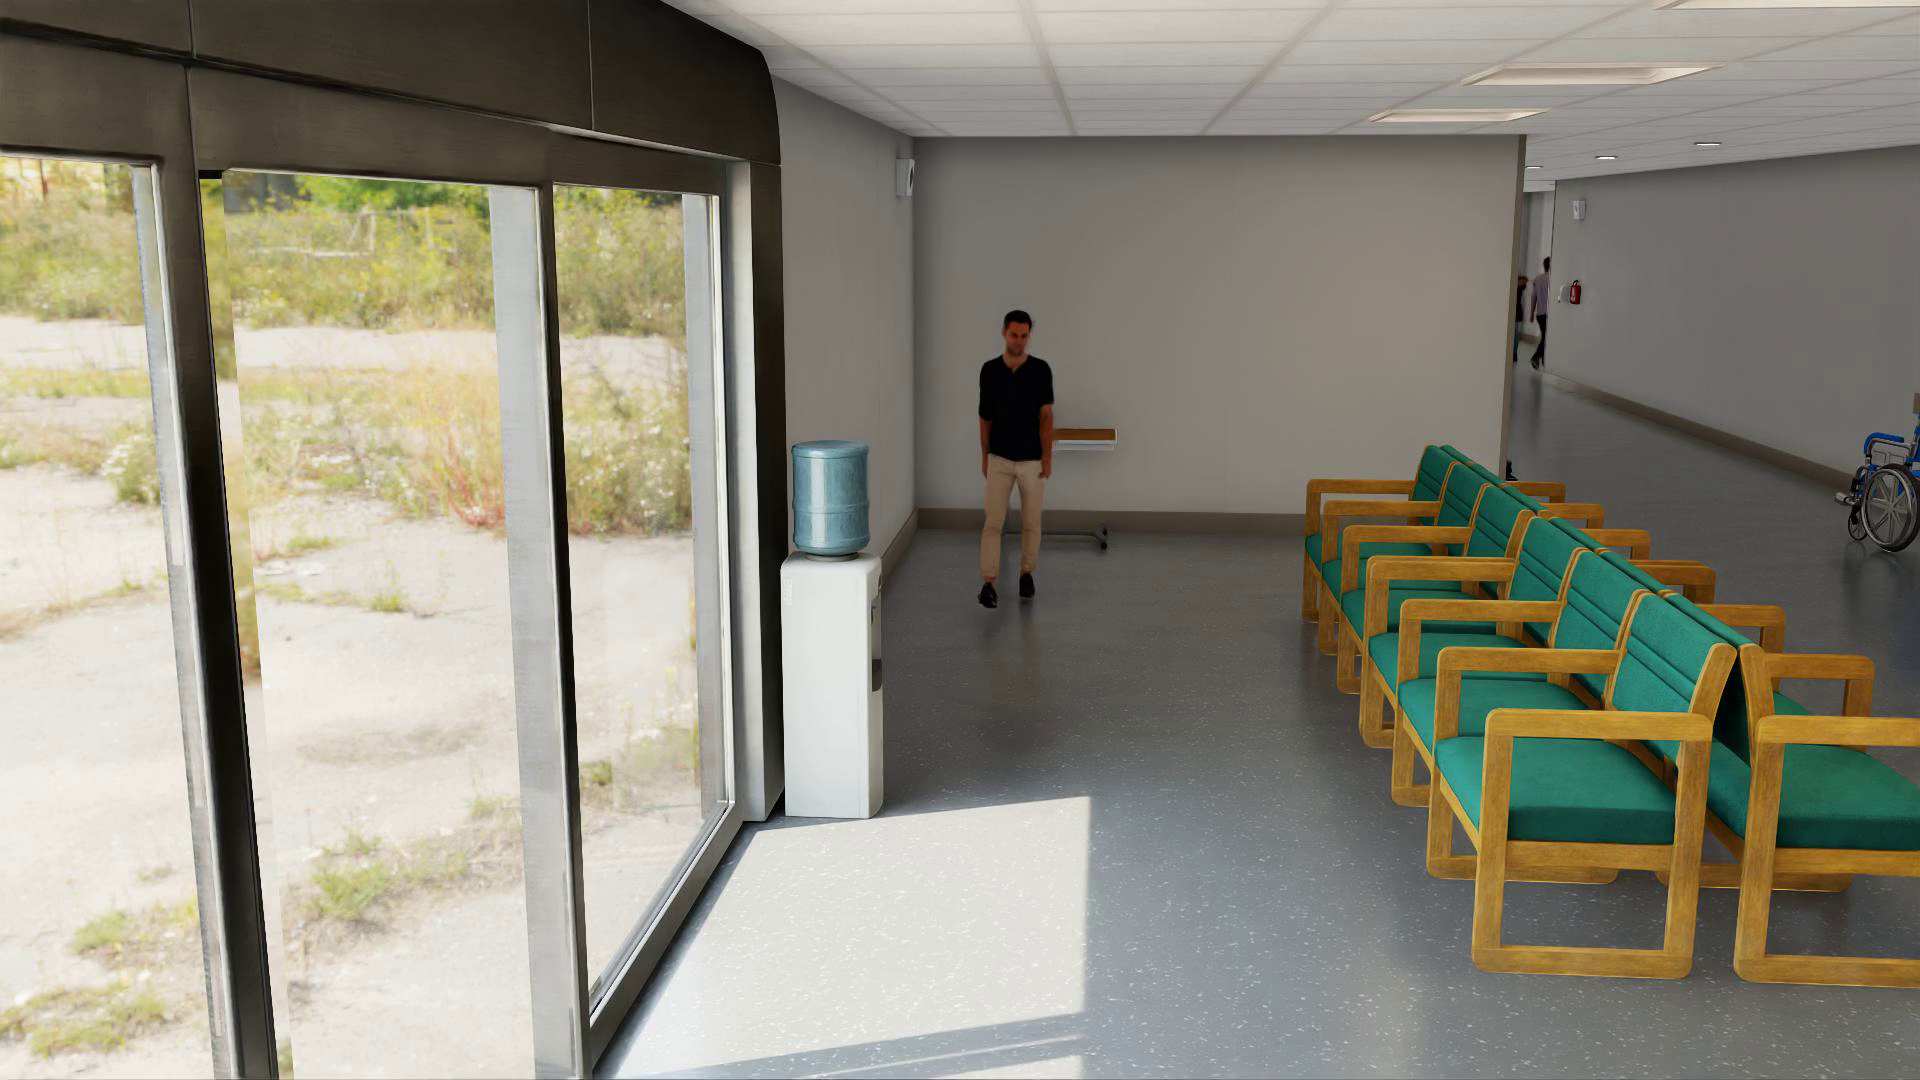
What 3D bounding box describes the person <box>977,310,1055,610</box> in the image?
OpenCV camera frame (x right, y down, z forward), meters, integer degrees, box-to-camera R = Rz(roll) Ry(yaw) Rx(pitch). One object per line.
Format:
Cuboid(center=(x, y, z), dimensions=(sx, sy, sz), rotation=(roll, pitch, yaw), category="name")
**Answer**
Cuboid(center=(0.367, -0.487, 10.292), dimensions=(1.039, 1.802, 0.688), rotation=(1, 11, 7), category="person")
